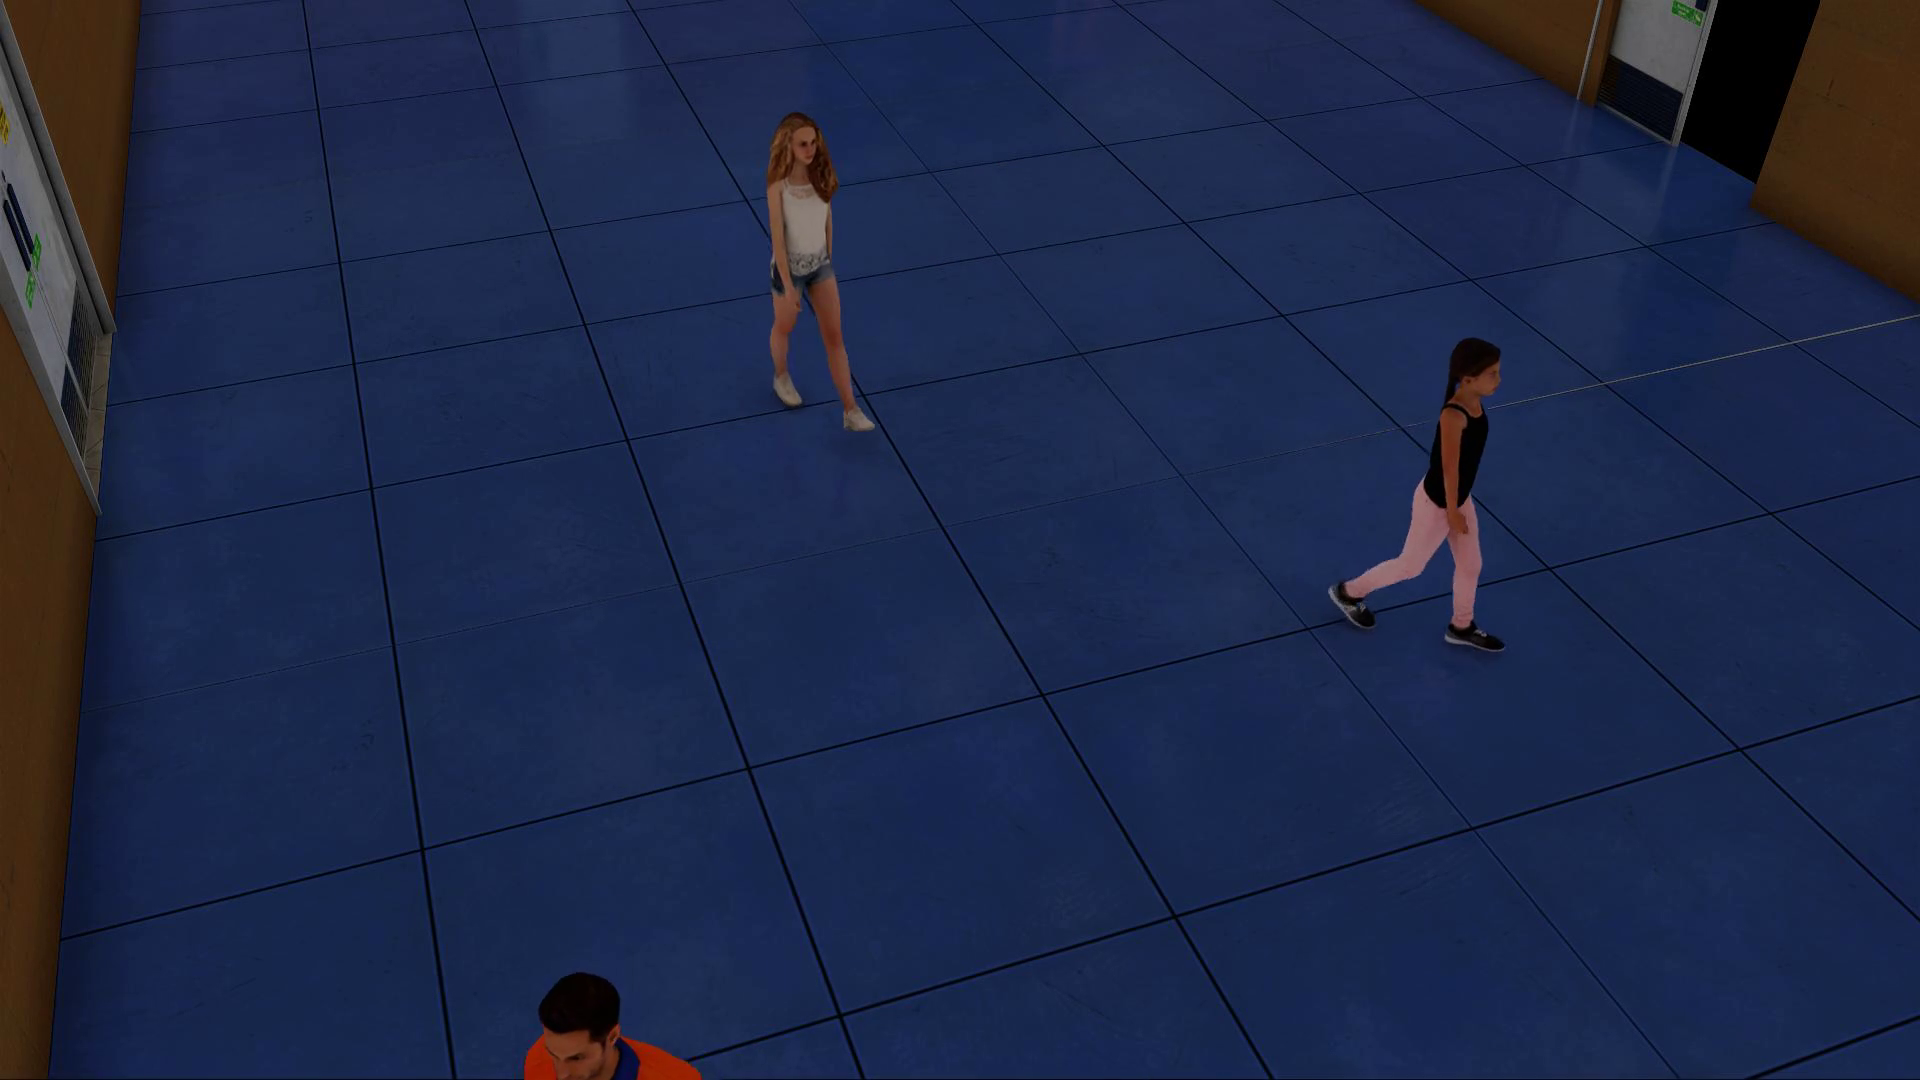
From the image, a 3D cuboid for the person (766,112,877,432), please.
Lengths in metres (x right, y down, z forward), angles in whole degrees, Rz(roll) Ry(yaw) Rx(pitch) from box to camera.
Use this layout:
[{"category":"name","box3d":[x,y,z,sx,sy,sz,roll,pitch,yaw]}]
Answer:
[{"category":"person","box3d":[-0.893,-1.416,8.716,1.081,1.722,0.820,-22,42,-27]}]

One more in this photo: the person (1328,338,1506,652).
[{"category":"person","box3d":[2.029,-0.176,7.218,0.959,1.538,0.996,22,42,27]}]

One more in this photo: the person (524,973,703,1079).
[{"category":"person","box3d":[-0.806,1.713,4.475,1.296,1.810,1.150,6,37,7]}]
